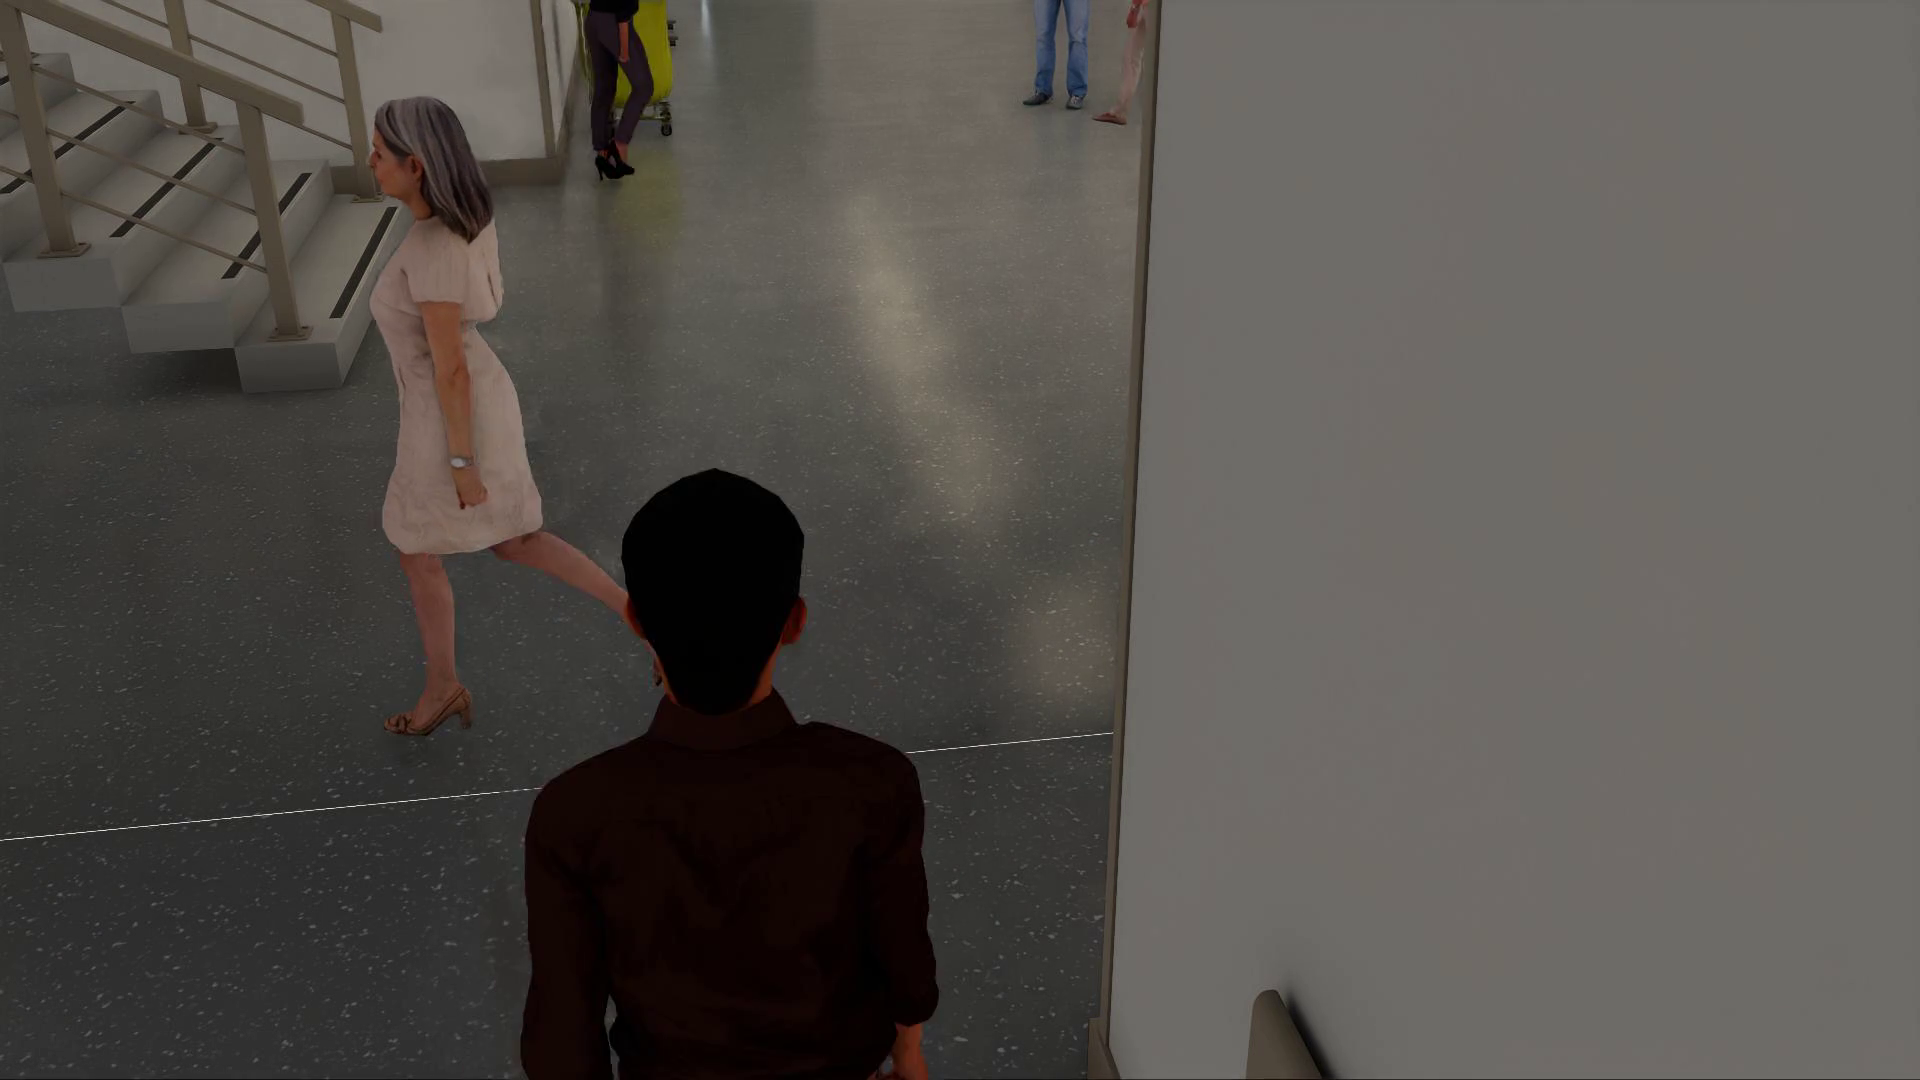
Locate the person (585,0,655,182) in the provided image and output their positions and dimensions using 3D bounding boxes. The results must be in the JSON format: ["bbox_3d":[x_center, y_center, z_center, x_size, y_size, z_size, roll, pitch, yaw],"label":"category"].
[{"bbox_3d":[-2.156,-2.964,9.929,0.709,1.658,0.755,22,33,37],"label":"person"}]

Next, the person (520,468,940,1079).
[{"bbox_3d":[-0.248,0.788,2.023,0.591,1.766,0.739,-1,26,-2],"label":"person"}]

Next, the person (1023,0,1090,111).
[{"bbox_3d":[0.745,-4.073,11.992,0.717,1.862,0.819,12,28,23],"label":"person"}]

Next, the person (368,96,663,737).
[{"bbox_3d":[-1.165,-0.246,4.234,1.118,1.709,0.722,0,26,-1],"label":"person"}]
